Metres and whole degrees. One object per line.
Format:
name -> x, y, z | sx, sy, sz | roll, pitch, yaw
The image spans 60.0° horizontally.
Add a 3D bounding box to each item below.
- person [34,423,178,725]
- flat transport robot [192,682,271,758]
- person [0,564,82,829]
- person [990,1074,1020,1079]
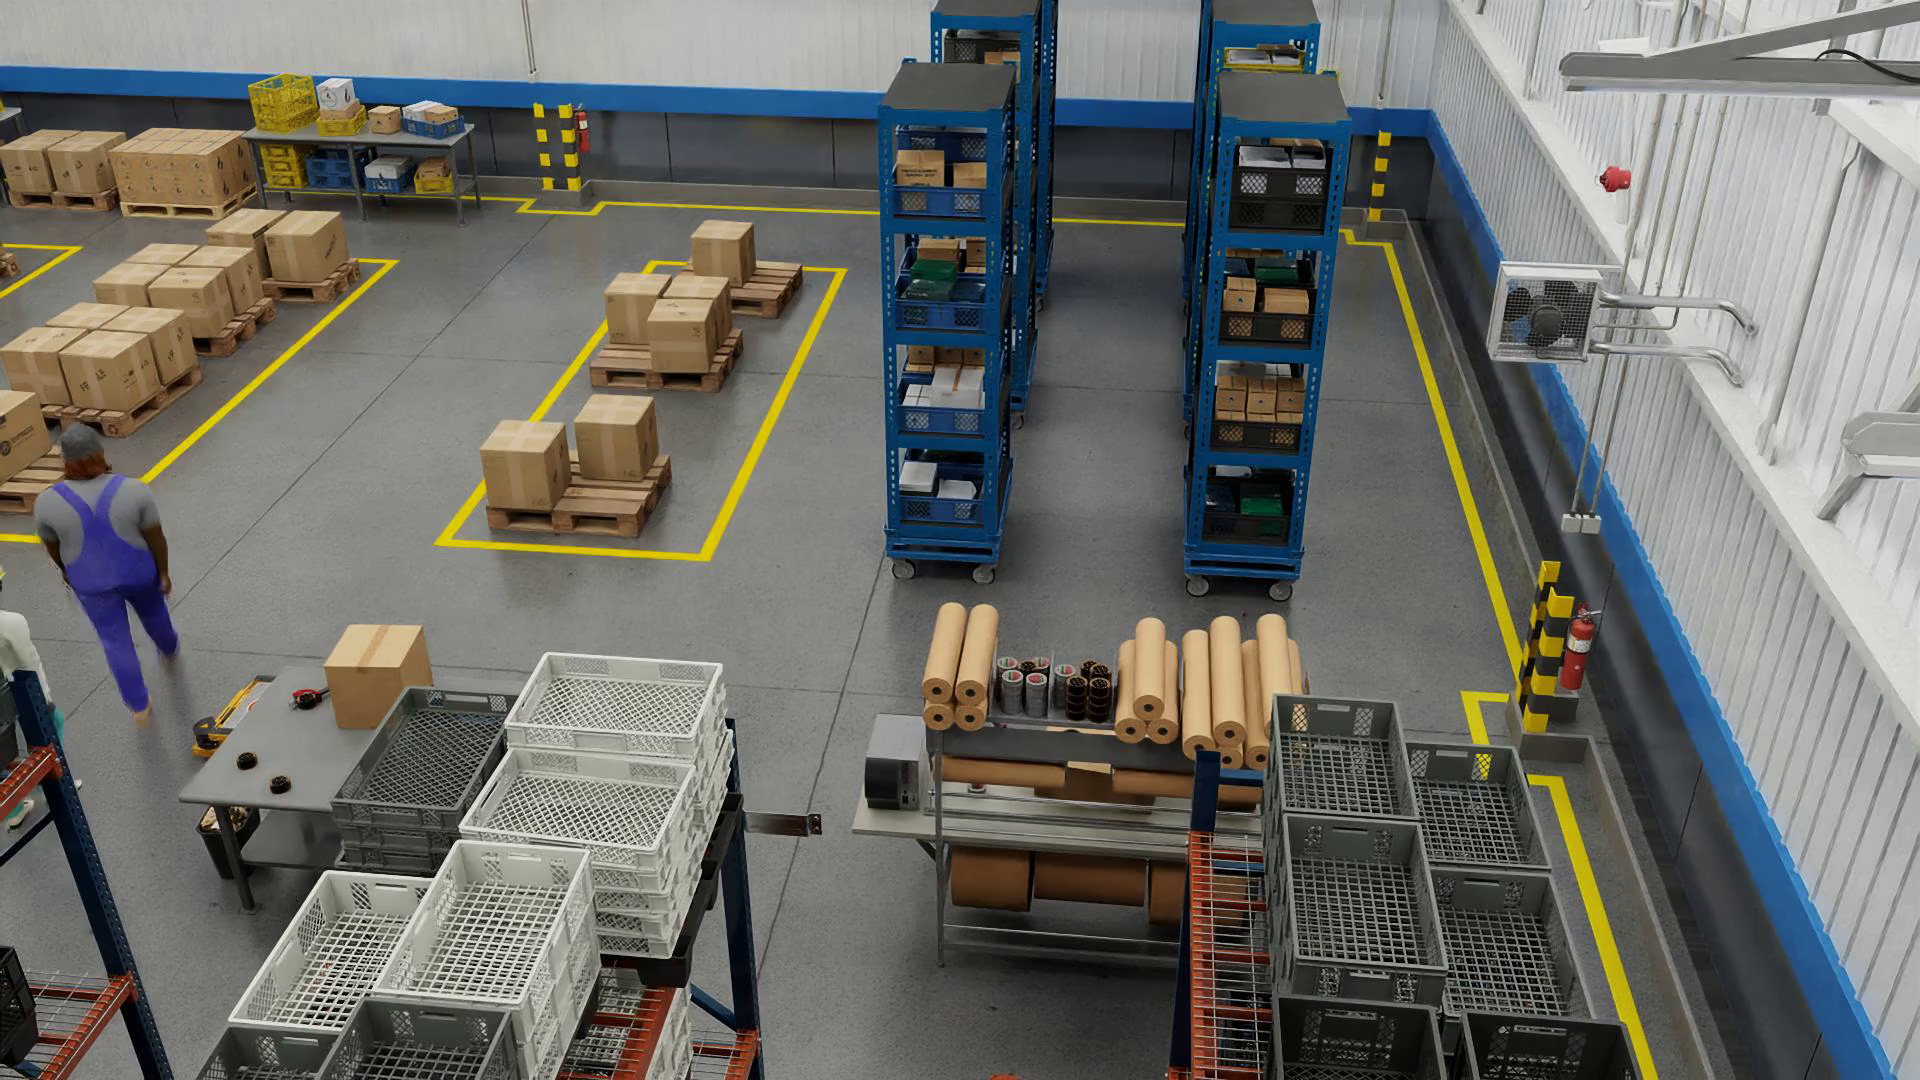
person -> -5.465, 0.115, 10.717 | 0.696, 2.000, 1.011 | -15, 33, -23
flat transport robot -> -4.089, 1.163, 10.648 | 1.431, 0.197, 0.652 | 3, 30, 6
person -> -5.565, 0.870, 9.715 | 0.579, 1.734, 0.568 | 1, 30, 1
person -> 0.164, 2.747, 6.351 | 0.582, 1.882, 0.348 | -20, 36, -31
